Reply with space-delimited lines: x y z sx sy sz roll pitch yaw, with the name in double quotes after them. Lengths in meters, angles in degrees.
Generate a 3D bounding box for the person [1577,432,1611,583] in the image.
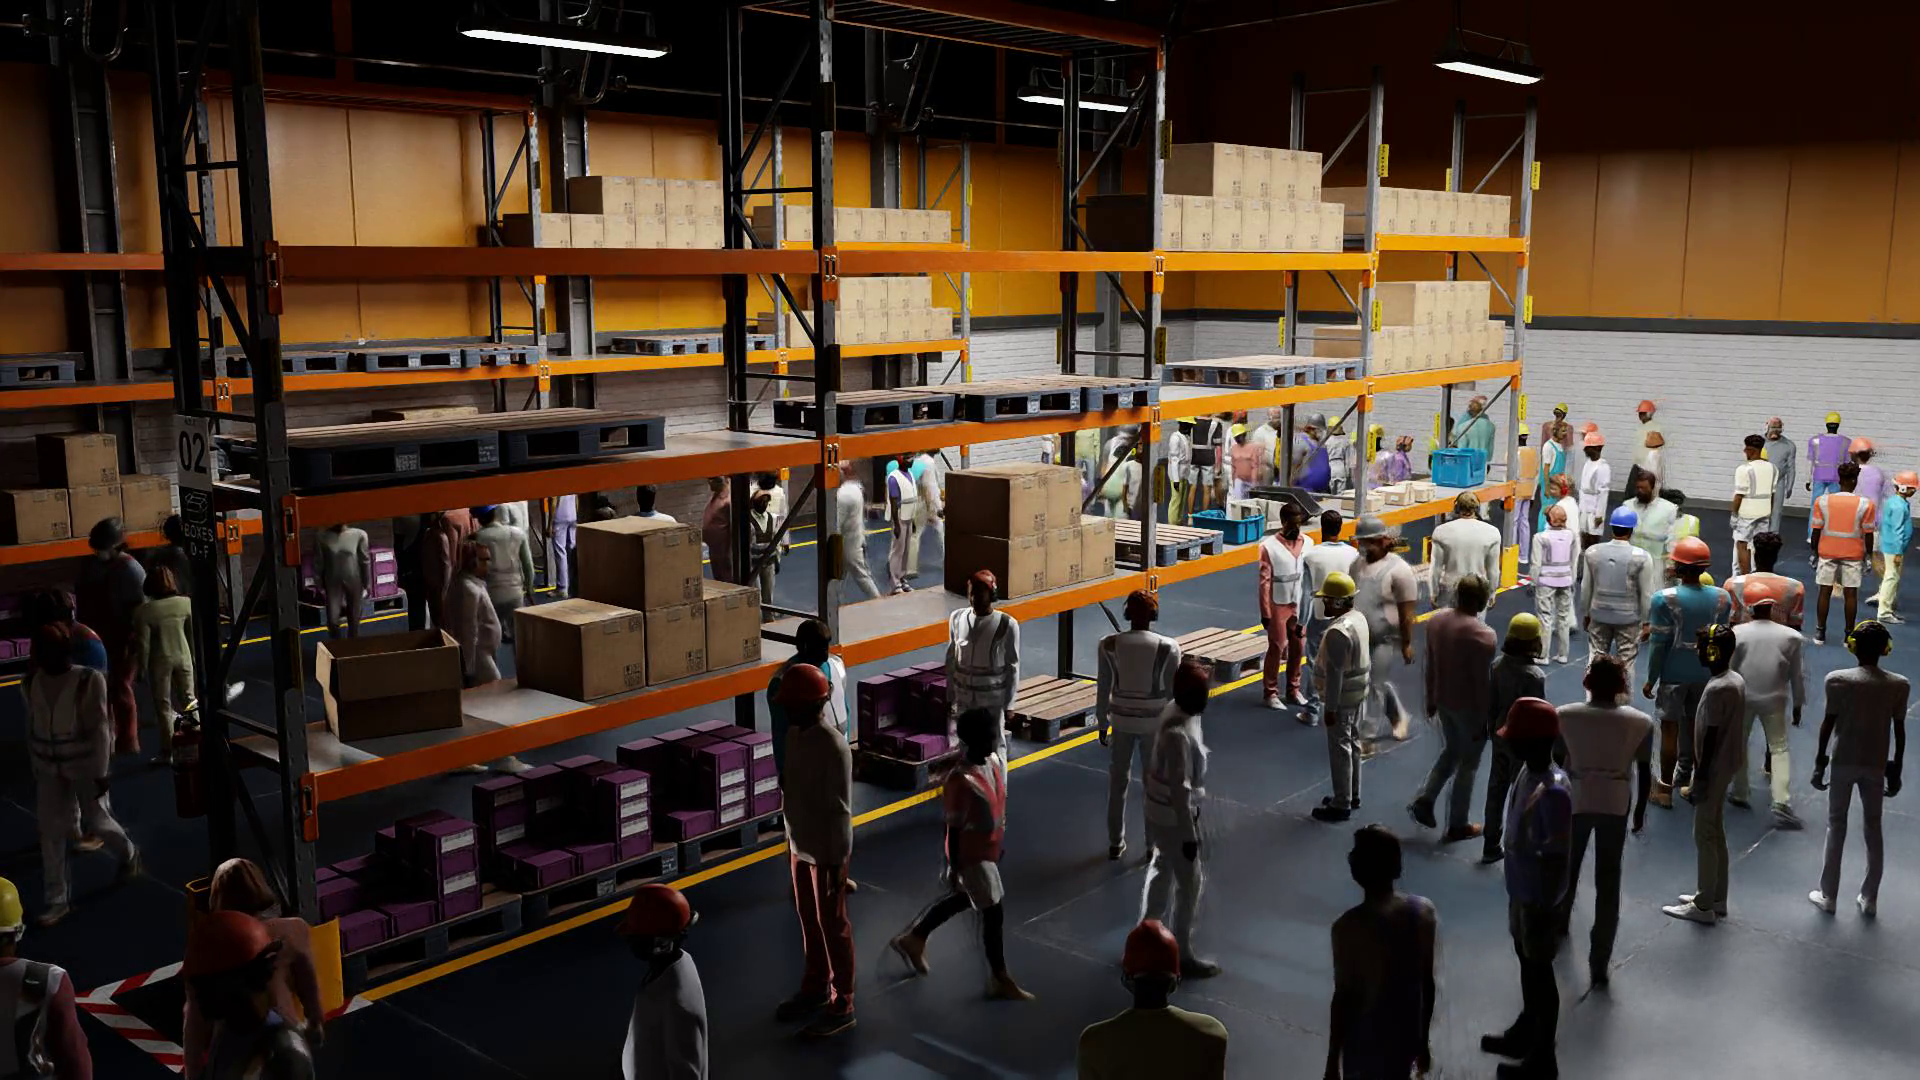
7.963 -0.402 21.002 0.377 1.933 0.551 -1 10 -5 "person"

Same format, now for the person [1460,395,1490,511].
8.513 -1.450 27.414 0.663 1.885 0.767 -6 11 -33 "person"

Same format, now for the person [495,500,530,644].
-4.744 0.146 17.792 0.429 1.924 0.557 3 10 15 "person"

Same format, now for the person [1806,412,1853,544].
12.501 -0.886 23.945 0.587 1.918 0.396 5 11 30 "person"

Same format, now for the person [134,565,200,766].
-6.408 1.011 13.458 0.279 1.634 0.497 8 12 39 "person"

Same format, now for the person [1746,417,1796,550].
11.367 -0.778 23.368 0.648 1.902 0.400 4 10 25 "person"

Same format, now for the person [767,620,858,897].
-0.929 1.396 10.593 0.429 1.831 0.631 8 12 39 "person"

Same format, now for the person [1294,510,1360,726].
3.239 0.687 14.591 0.600 1.909 0.398 -3 10 -15 "person"

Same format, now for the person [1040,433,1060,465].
1.511 -1.408 27.312 0.387 1.837 0.563 -3 10 -17 "person"

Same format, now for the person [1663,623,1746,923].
4.639 1.434 10.296 0.351 1.856 0.521 7 12 37 "person"

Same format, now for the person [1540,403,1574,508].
9.832 -1.382 27.399 0.533 1.752 0.342 8 12 38 "person"

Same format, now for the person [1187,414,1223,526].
3.725 -1.201 25.493 0.613 2.033 0.412 5 11 26 "person"

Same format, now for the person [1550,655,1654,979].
3.704 1.555 9.728 0.601 1.790 0.952 2 10 14 "person"

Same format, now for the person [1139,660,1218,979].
1.226 1.561 9.498 0.427 1.858 0.627 1 10 5 "person"

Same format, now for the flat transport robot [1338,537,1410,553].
5.572 0.009 23.505 0.652 0.197 1.431 -8 12 -40 "flat transport robot"

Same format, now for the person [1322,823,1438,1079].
1.709 2.056 6.710 0.534 1.859 0.521 -5 11 -28 "person"

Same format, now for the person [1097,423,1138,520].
2.151 -0.616 21.961 0.619 2.000 0.786 -5 11 -27 "person"

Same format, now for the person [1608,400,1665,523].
10.601 -1.184 25.656 1.016 1.947 0.633 -2 10 -11 "person"

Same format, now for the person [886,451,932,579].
-0.660 -0.396 21.276 0.564 1.830 0.439 4 10 22 "person"

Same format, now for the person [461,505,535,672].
-4.314 0.528 15.569 0.654 1.887 0.747 -3 10 -17 "person"

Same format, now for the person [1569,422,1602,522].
9.210 -0.880 24.519 0.844 1.722 0.567 -3 10 -19 "person"

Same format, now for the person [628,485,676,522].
-3.044 0.393 16.299 0.587 1.920 0.393 -2 10 -13 "person"

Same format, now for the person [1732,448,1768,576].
10.042 -0.311 21.054 0.311 1.735 0.484 -7 12 -37 "person"

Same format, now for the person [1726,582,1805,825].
5.872 1.186 12.188 0.586 1.719 0.692 3 10 18 "person"

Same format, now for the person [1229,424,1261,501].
4.251 -0.887 24.597 0.532 1.696 0.899 7 12 34 "person"

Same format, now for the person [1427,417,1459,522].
7.641 -1.157 26.326 0.565 1.654 0.851 -2 10 -9 "person"

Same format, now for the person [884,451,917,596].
-0.706 -0.220 20.173 0.389 1.847 0.563 3 10 18 "person"

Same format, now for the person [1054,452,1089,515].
1.243 -0.138 19.650 0.592 1.873 0.999 2 10 14 "person"

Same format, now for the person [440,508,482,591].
-4.981 0.307 16.591 0.396 1.992 0.622 3 10 16 "person"

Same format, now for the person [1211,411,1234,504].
4.450 -1.472 27.994 0.498 1.718 0.426 -2 10 -10 "person"

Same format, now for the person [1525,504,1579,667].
5.976 0.465 16.768 0.542 1.631 0.336 -2 10 -12 "person"

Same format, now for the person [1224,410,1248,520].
4.164 -1.052 25.064 0.371 1.878 0.588 0 10 2 "person"

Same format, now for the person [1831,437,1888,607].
10.751 -0.212 19.726 0.635 2.001 0.974 -2 10 -10 "person"

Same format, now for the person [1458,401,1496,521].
7.921 -1.177 25.624 0.629 1.937 0.379 -2 10 -14 "person"

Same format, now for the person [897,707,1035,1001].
0.009 1.722 9.242 0.821 1.667 0.536 4 10 20 "person"

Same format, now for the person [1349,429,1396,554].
5.470 -0.560 22.199 0.957 1.875 0.647 -5 11 -28 "person"

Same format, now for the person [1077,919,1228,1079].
0.667 2.208 5.955 0.575 1.749 0.333 -2 10 -12 "person"

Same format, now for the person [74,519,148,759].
-6.955 0.781 13.623 0.712 2.000 0.545 5 11 29 "person"

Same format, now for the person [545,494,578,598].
-4.824 -0.215 20.154 0.340 1.845 0.512 5 11 27 "person"

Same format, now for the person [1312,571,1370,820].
2.786 1.132 12.193 0.404 1.823 0.590 5 11 27 "person"

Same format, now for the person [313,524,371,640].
-6.117 0.447 16.494 0.531 1.751 0.391 -3 10 -20 "person"

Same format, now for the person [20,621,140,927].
-5.559 1.406 10.447 0.577 1.861 0.834 0 10 2 "person"

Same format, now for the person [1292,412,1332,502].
4.916 -0.779 22.937 0.799 2.000 0.703 9 13 41 "person"

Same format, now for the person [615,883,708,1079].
-1.122 2.145 6.327 0.327 1.753 0.563 -3 10 -17 "person"
